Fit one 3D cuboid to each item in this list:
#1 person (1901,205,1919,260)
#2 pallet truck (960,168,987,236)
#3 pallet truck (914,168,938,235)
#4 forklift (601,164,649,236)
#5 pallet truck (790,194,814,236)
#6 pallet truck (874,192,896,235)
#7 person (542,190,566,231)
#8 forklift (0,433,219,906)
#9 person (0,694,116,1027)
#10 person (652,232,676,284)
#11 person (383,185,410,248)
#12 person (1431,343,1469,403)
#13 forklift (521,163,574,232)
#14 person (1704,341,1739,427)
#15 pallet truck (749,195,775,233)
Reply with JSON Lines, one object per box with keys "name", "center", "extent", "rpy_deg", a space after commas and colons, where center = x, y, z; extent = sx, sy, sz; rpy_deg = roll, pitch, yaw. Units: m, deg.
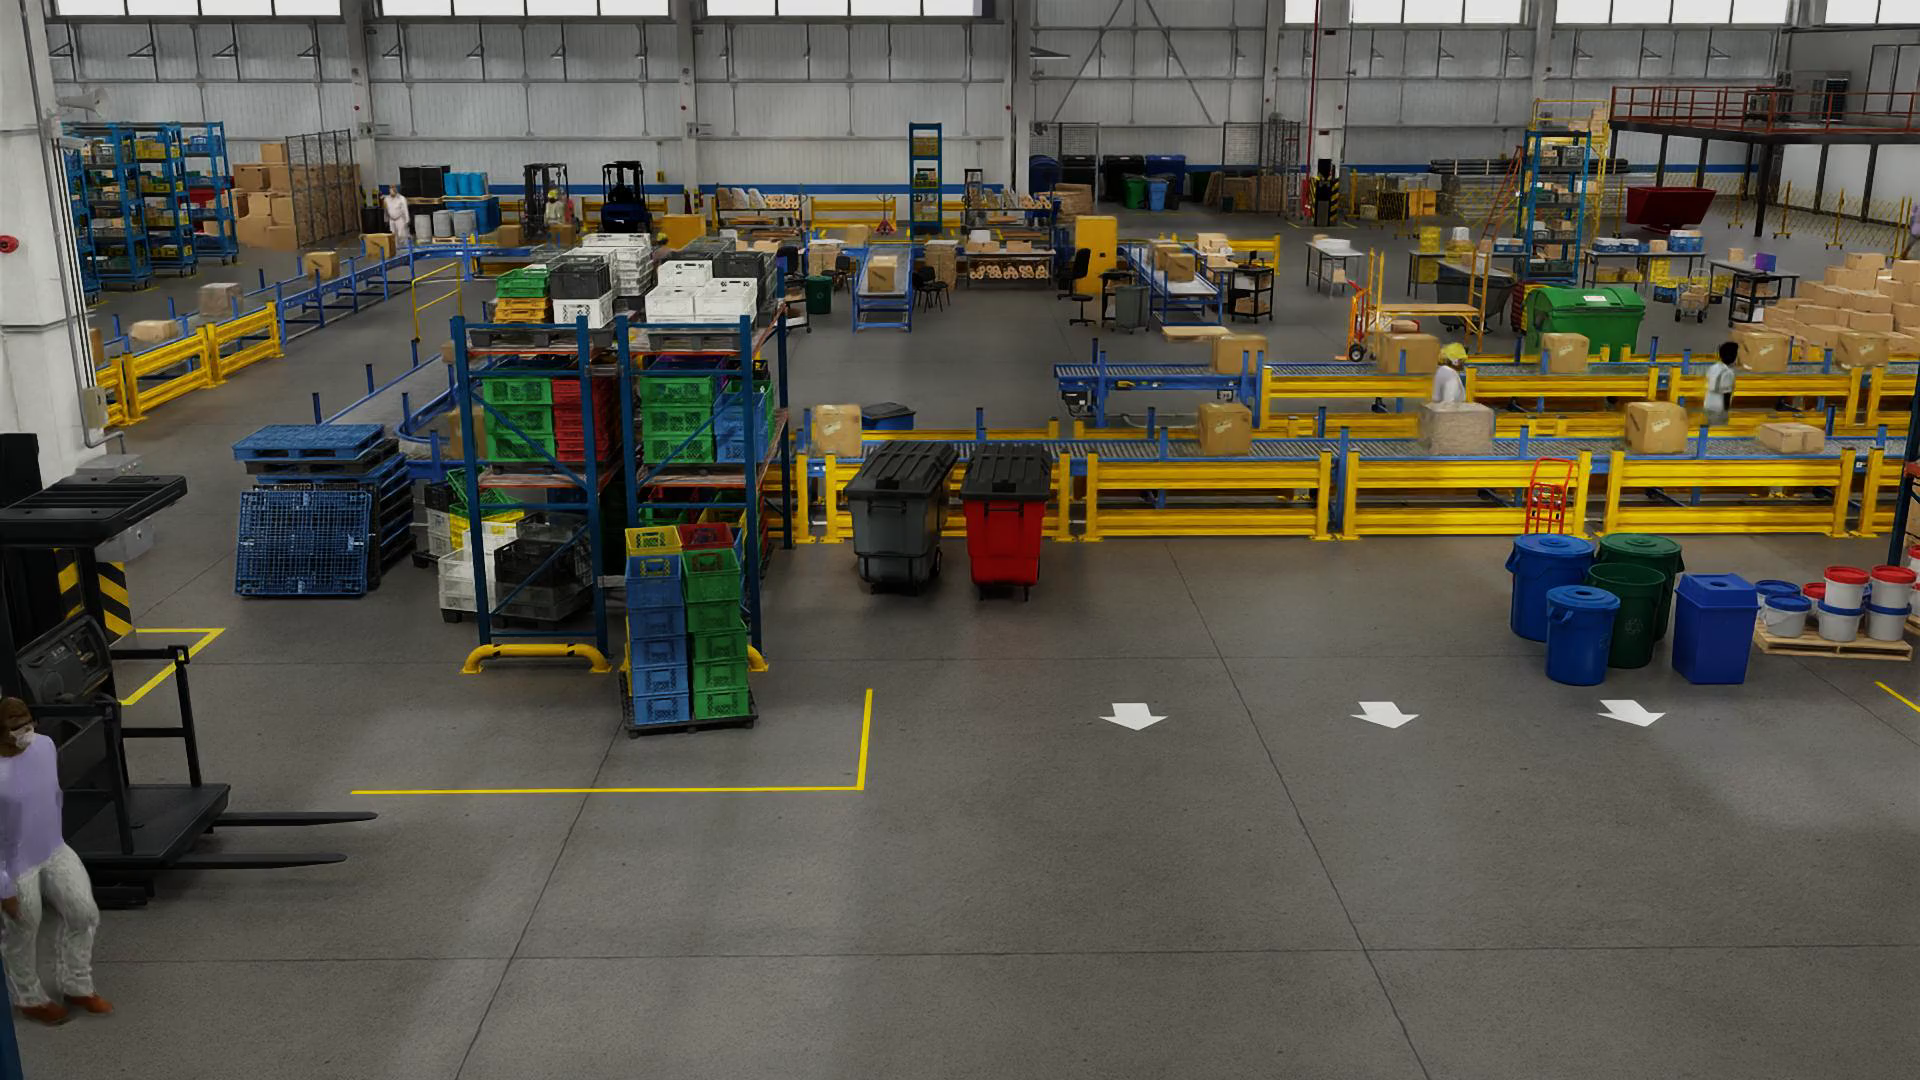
{"name": "person", "center": [23.809, -7.598, 41.111], "extent": [0.811, 1.986, 0.584], "rpy_deg": [11, 20, 34]}
{"name": "pallet truck", "center": [0.383, -10.230, 50.206], "extent": [0.823, 1.965, 1.885], "rpy_deg": [-1, 16, -3]}
{"name": "pallet truck", "center": [-0.989, -10.316, 50.507], "extent": [0.823, 1.965, 1.885], "rpy_deg": [1, 16, 3]}
{"name": "forklift", "center": [-9.948, -10.127, 49.296], "extent": [1.157, 1.987, 2.680], "rpy_deg": [-1, 16, -3]}
{"name": "pallet truck", "center": [-4.814, -9.883, 50.259], "extent": [0.704, 1.261, 1.522], "rpy_deg": [-1, 16, -3]}
{"name": "pallet truck", "center": [-2.277, -9.986, 50.594], "extent": [0.653, 1.274, 1.630], "rpy_deg": [0, 16, -1]}
{"name": "person", "center": [-10.758, -8.331, 43.960], "extent": [0.593, 1.789, 0.911], "rpy_deg": [10, 19, 31]}
{"name": "forklift", "center": [-5.952, 0.780, 10.366], "extent": [1.873, 2.768, 1.129], "rpy_deg": [0, 16, -1]}
{"name": "person", "center": [-4.857, 1.726, 8.788], "extent": [0.674, 1.913, 0.646], "rpy_deg": [4, 17, 15]}
{"name": "person", "center": [-5.972, -5.347, 33.687], "extent": [0.530, 1.744, 0.417], "rpy_deg": [-10, 19, -32]}
{"name": "person", "center": [-15.205, -8.634, 44.860], "extent": [0.680, 1.887, 0.406], "rpy_deg": [4, 16, 13]}
{"name": "person", "center": [5.889, -1.535, 20.351], "extent": [0.867, 1.797, 0.581], "rpy_deg": [-1, 16, -2]}
{"name": "forklift", "center": [-12.233, -10.122, 49.298], "extent": [1.157, 1.987, 2.680], "rpy_deg": [0, 16, -1]}
{"name": "person", "center": [9.534, -1.680, 21.056], "extent": [0.472, 1.688, 0.543], "rpy_deg": [1, 16, 5]}
{"name": "pallet truck", "center": [-6.051, -9.967, 50.660], "extent": [0.680, 1.201, 1.601], "rpy_deg": [0, 16, -1]}
